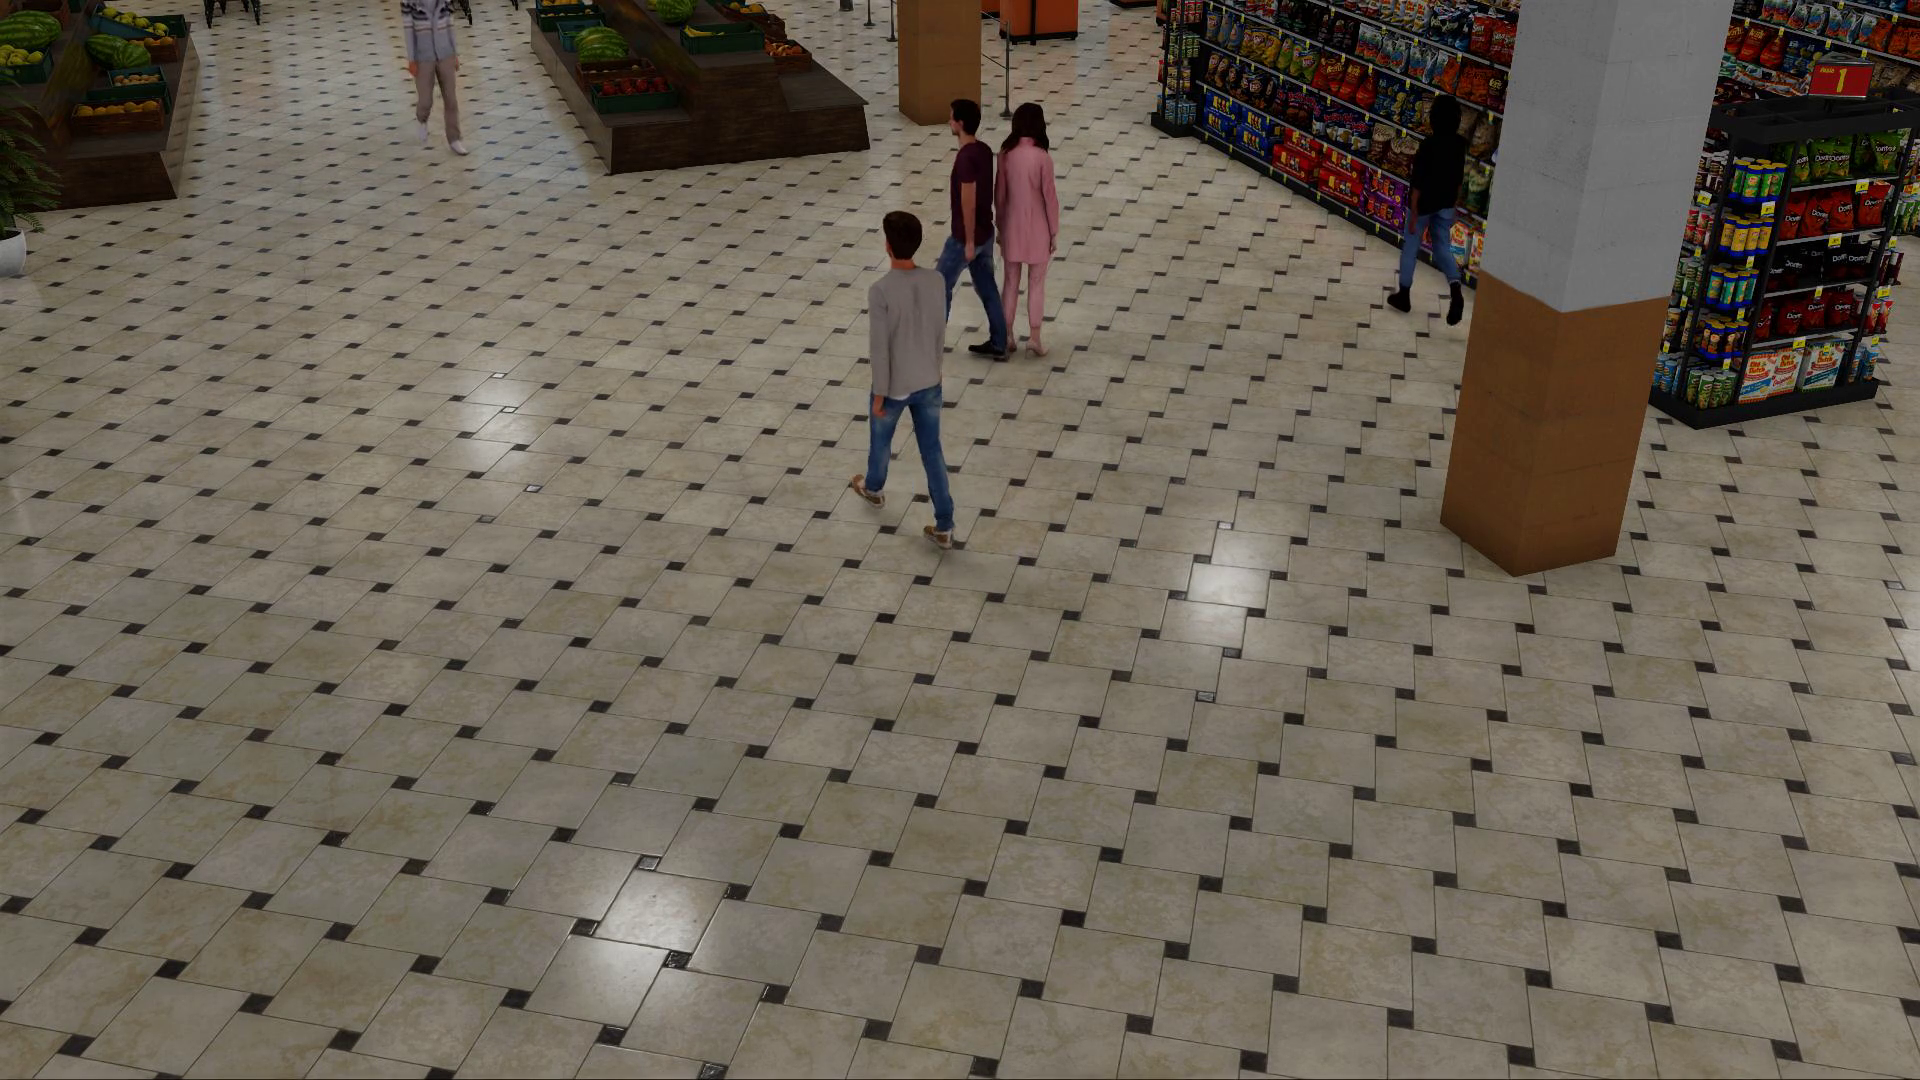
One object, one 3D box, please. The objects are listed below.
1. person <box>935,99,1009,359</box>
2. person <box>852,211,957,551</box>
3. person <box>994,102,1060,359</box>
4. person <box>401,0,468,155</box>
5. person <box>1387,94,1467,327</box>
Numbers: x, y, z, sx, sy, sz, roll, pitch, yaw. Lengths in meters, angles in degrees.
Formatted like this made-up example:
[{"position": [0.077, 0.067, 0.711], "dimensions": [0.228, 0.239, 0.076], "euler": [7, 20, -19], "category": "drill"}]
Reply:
[{"position": [0.155, -2.110, 11.559], "dimensions": [1.099, 1.820, 1.067], "euler": [10, 30, 17], "category": "person"}, {"position": [-0.229, -0.812, 9.156], "dimensions": [0.788, 1.844, 1.254], "euler": [-15, 32, -25], "category": "person"}, {"position": [0.449, -2.152, 11.656], "dimensions": [0.685, 1.801, 0.742], "euler": [12, 31, 21], "category": "person"}, {"position": [-5.235, -4.775, 16.419], "dimensions": [0.842, 1.839, 1.026], "euler": [-18, 34, -30], "category": "person"}, {"position": [3.508, -2.384, 12.215], "dimensions": [0.617, 1.673, 1.062], "euler": [-8, 30, -14], "category": "person"}]
